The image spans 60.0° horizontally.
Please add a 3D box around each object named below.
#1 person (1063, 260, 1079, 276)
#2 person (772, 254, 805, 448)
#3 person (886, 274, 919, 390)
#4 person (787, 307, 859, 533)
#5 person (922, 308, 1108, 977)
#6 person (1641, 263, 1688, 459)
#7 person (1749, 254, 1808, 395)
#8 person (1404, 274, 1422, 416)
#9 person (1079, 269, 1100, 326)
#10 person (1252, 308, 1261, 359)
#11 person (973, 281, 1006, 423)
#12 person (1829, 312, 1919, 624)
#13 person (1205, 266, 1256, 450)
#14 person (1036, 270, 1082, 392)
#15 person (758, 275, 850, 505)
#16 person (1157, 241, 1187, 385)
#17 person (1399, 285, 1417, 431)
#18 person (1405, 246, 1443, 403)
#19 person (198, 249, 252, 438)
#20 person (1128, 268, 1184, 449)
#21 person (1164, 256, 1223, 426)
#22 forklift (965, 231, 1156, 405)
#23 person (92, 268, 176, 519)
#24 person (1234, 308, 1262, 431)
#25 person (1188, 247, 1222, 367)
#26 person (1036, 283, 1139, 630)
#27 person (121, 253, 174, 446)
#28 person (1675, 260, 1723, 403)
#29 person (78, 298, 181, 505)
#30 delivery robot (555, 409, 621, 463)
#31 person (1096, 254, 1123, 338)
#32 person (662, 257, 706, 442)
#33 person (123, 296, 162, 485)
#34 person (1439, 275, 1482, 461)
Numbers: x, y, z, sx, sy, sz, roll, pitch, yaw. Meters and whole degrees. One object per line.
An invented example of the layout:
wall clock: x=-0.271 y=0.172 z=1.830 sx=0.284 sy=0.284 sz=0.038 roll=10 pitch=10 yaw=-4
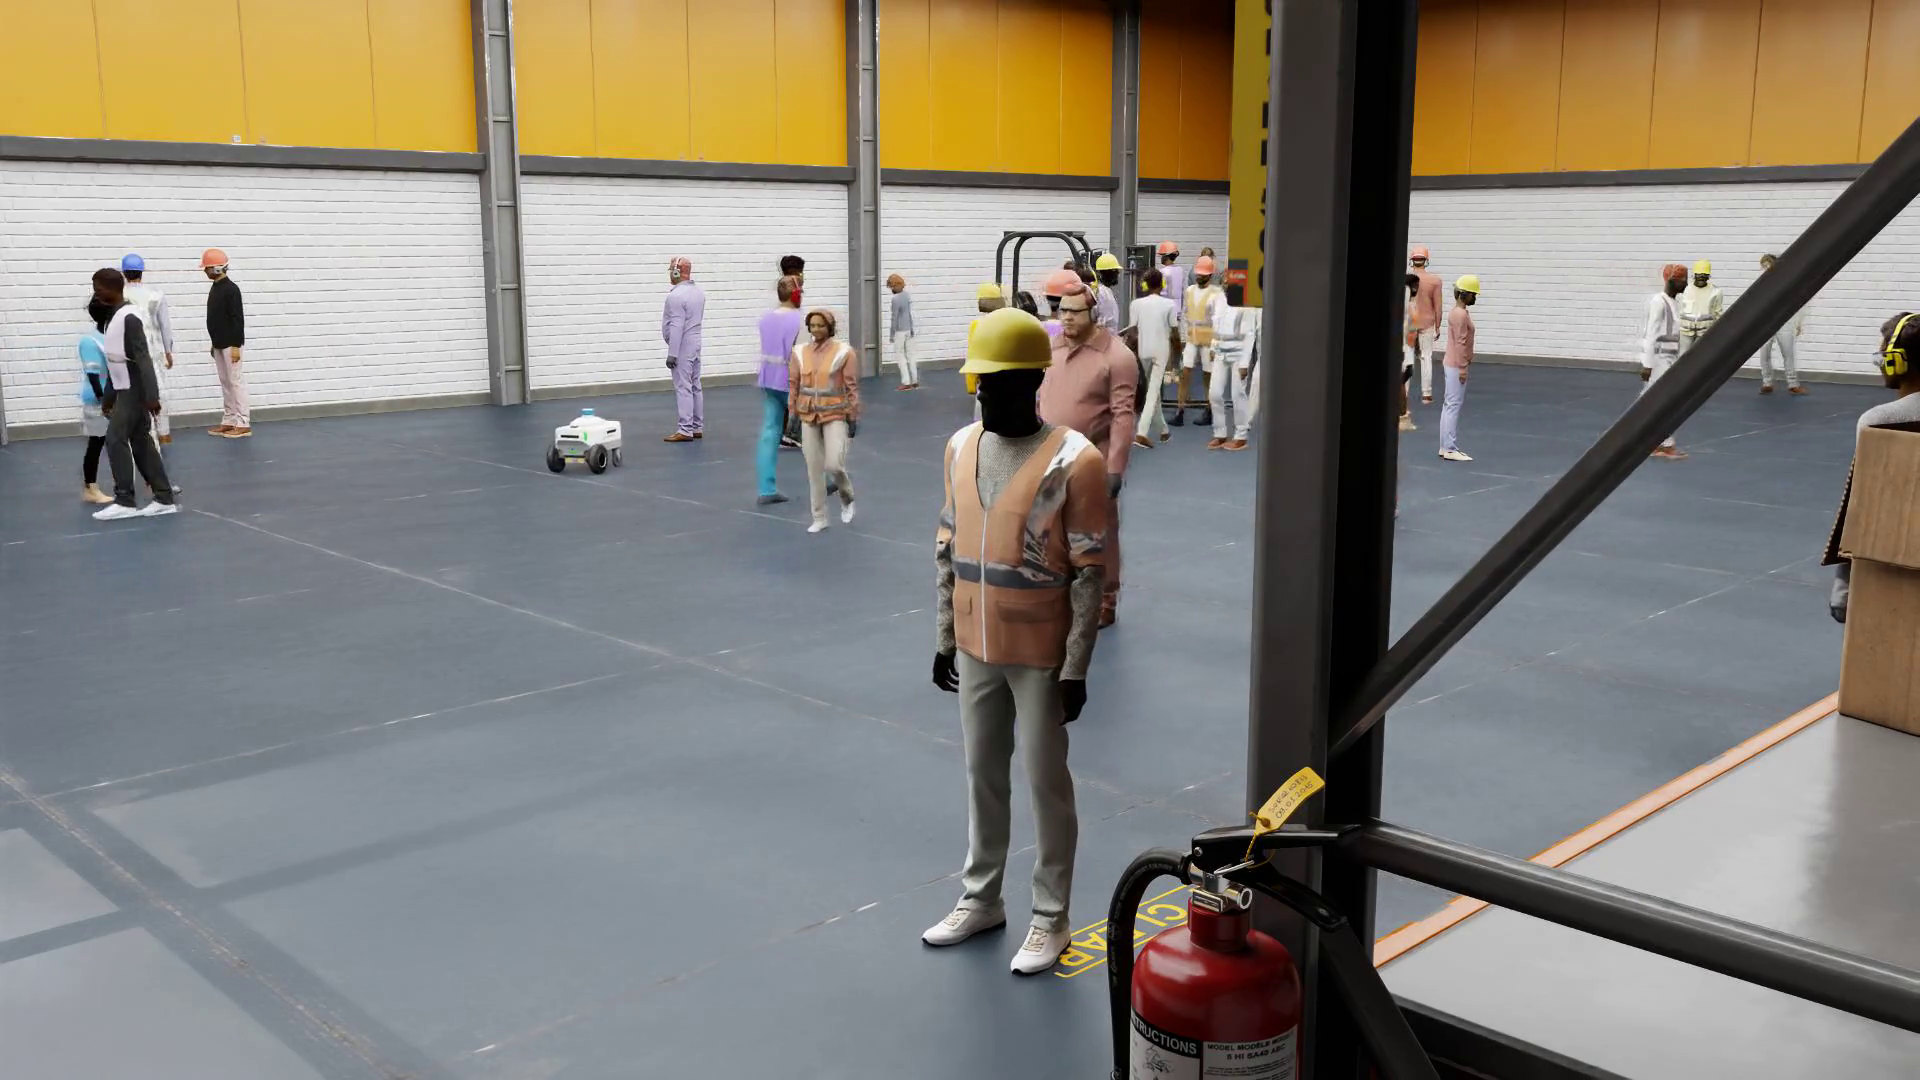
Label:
person: x=1.490 y=-2.714 z=21.568 sx=0.445 sy=1.816 sz=0.625 roll=2 pitch=11 yaw=10
person: x=-1.658 y=-1.875 z=16.634 sx=0.488 sy=1.938 sz=0.613 roll=-4 pitch=11 yaw=-19
person: x=-0.789 y=-2.868 z=23.026 sx=0.390 sy=1.582 sz=0.644 roll=4 pitch=11 yaw=19
person: x=-0.982 y=-0.860 z=11.961 sx=0.528 sy=1.627 sz=0.392 roll=4 pitch=11 yaw=19
person: x=0.152 y=0.294 z=4.851 sx=0.586 sy=1.928 sz=0.364 roll=8 pitch=13 yaw=38
person: x=6.786 y=-1.692 z=15.863 sx=0.717 sy=1.856 sz=0.611 roll=8 pitch=13 yaw=37
person: x=10.952 y=-2.881 z=22.278 sx=0.789 sy=1.892 sz=0.397 roll=6 pitch=12 yaw=29
person: x=5.247 y=-2.293 z=19.623 sx=0.369 sy=1.680 sz=0.552 roll=7 pitch=12 yaw=33
person: x=1.182 y=-1.728 z=16.223 sx=0.980 sy=1.807 sz=0.552 roll=-5 pitch=12 yaw=-28
person: x=3.671 y=-2.435 z=19.651 sx=0.646 sy=1.955 sz=0.768 roll=3 pitch=11 yaw=17
person: x=0.375 y=-1.497 z=15.173 sx=0.688 sy=1.720 sz=0.490 roll=-2 pitch=11 yaw=-13
person: x=3.387 y=0.116 z=6.006 sx=0.515 sy=1.862 sz=0.329 roll=-3 pitch=11 yaw=-14
person: x=2.702 y=-1.781 z=16.399 sx=0.577 sy=1.839 sz=0.602 roll=-9 pitch=14 yaw=-41
person: x=0.699 y=-0.758 z=10.634 sx=0.566 sy=1.906 sz=0.794 roll=10 pitch=14 yaw=42
person: x=-1.295 y=-1.209 z=13.358 sx=0.594 sy=1.804 sz=0.907 roll=8 pitch=13 yaw=38
person: x=2.974 y=-3.247 z=23.843 sx=0.376 sy=2.045 sz=0.605 roll=9 pitch=14 yaw=41
person: x=4.554 y=-2.138 z=18.061 sx=0.894 sy=1.997 sz=0.624 roll=-9 pitch=14 yaw=-41
person: x=5.820 y=-2.731 z=21.168 sx=0.609 sy=1.992 sz=0.386 roll=3 pitch=11 yaw=18
person: x=-7.791 y=-2.079 z=17.621 sx=0.392 sy=1.988 sz=0.609 roll=-10 pitch=15 yaw=-44
person: x=1.968 y=-1.841 z=16.865 sx=0.532 sy=1.798 sz=1.018 roll=7 pitch=12 yaw=32
person: x=2.619 y=-2.183 z=18.434 sx=0.863 sy=1.896 sz=0.574 roll=-10 pitch=14 yaw=-43
forklift: x=1.222 y=-2.721 z=20.561 sx=2.313 sy=2.155 sz=1.214 roll=2 pitch=11 yaw=13
person: x=-6.374 y=-1.096 z=12.563 sx=0.760 sy=1.877 sz=0.634 roll=-8 pitch=13 yaw=-37
person: x=3.309 y=-1.944 z=17.939 sx=0.816 sy=1.603 sz=0.520 roll=-9 pitch=14 yaw=-42
person: x=3.945 y=-3.735 z=26.790 sx=0.354 sy=1.936 sz=0.635 roll=-10 pitch=14 yaw=-42
person: x=0.577 y=-0.407 z=8.798 sx=0.668 sy=1.870 sz=0.898 roll=7 pitch=13 yaw=35
person: x=-8.263 y=-1.901 z=16.759 sx=0.615 sy=1.946 sz=0.391 roll=-4 pitch=11 yaw=-23
person: x=9.417 y=-2.662 z=21.271 sx=0.593 sy=1.824 sz=0.403 roll=5 pitch=11 yaw=25
person: x=-6.628 y=-1.099 z=13.147 sx=0.782 sy=1.663 sz=0.548 roll=1 pitch=10 yaw=7
delivery robot: x=-3.378 y=-0.951 z=15.128 sx=0.477 sy=0.478 sz=0.707 roll=3 pitch=11 yaw=15
person: x=1.591 y=-2.159 z=18.220 sx=0.359 sy=1.930 sz=0.590 roll=2 pitch=11 yaw=12
person: x=-2.887 y=-1.975 z=17.279 sx=0.410 sy=1.909 sz=0.643 roll=2 pitch=11 yaw=13
person: x=-6.963 y=-1.225 z=13.934 sx=0.279 sy=1.631 sz=0.507 roll=10 pitch=14 yaw=42
person: x=4.761 y=-1.635 z=15.828 sx=0.321 sy=1.761 sz=0.522 roll=2 pitch=11 yaw=9
